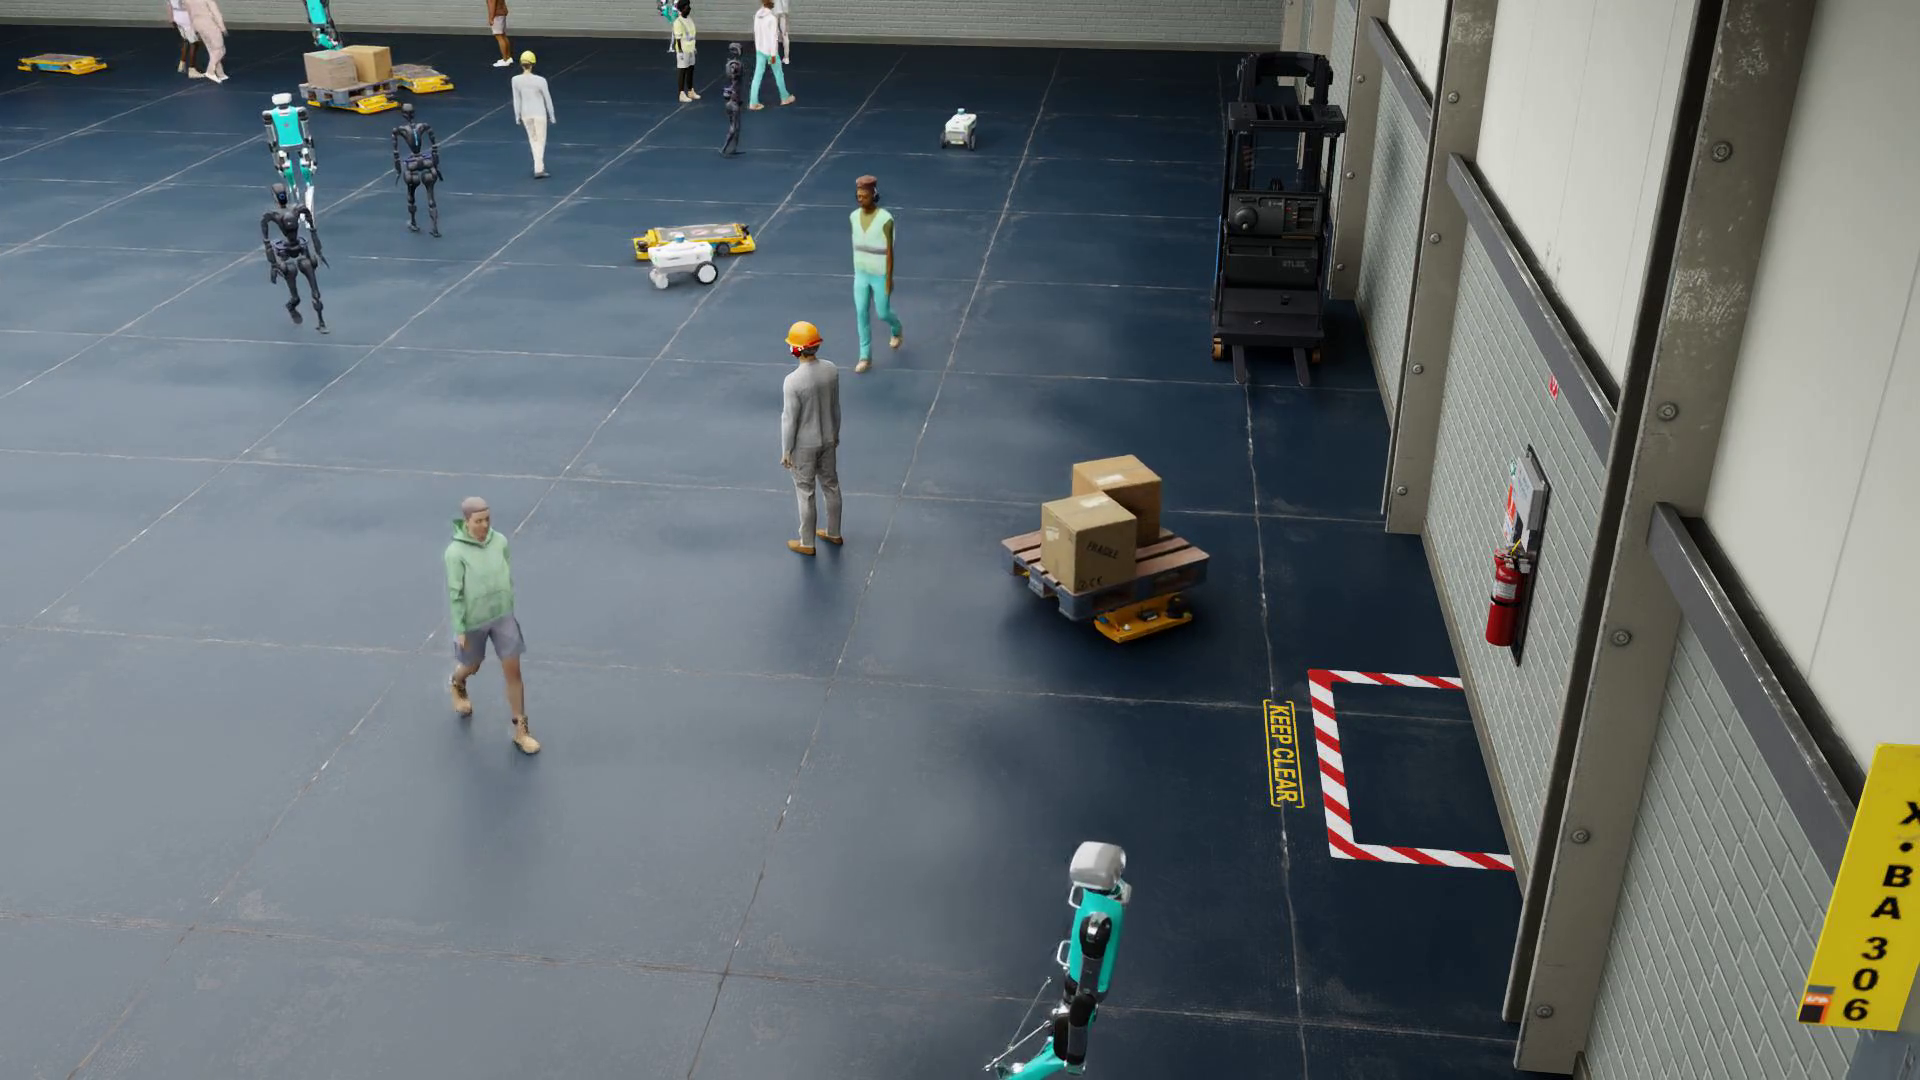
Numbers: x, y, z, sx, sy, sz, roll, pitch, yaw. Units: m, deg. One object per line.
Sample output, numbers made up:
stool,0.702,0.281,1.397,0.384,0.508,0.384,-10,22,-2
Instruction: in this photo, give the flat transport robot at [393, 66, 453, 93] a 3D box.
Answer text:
flat transport robot,-9.537,-8.124,29.357,0.659,0.231,1.431,-18,32,-32

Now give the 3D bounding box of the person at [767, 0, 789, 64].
person,-3.394,-9.790,30.889,0.512,1.874,0.388,-17,31,-30

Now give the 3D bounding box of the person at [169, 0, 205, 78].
person,-13.878,-9.274,29.756,0.740,2.001,0.412,22,34,37

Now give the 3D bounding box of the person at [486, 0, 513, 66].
person,-8.591,-9.752,30.857,0.419,1.844,0.795,-1,27,-2

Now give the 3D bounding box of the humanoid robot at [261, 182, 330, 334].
humanoid robot,-7.034,-3.005,17.585,0.618,1.635,0.534,-19,32,-33

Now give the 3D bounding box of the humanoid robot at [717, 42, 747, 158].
humanoid robot,-3.385,-6.498,24.545,0.461,1.647,0.616,1,27,1

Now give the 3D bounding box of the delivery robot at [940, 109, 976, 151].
delivery robot,0.014,-6.248,25.270,0.499,0.575,0.754,6,27,12

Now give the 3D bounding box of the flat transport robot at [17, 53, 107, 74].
flat transport robot,-16.552,-8.767,30.640,1.431,0.231,0.659,8,28,16

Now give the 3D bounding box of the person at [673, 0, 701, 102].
person,-4.615,-8.262,28.046,0.321,1.688,0.528,10,28,19

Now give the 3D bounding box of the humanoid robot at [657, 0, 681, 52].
humanoid robot,-5.486,-10.219,31.915,0.532,1.785,0.767,9,28,18

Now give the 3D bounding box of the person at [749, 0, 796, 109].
person,-3.192,-8.116,27.560,0.505,1.865,0.999,19,32,33

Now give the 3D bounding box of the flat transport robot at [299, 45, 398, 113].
flat transport robot,-10.161,-7.358,27.828,1.431,0.231,0.659,15,30,27

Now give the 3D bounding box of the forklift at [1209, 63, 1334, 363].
forklift,3.241,-3.477,17.183,1.129,2.768,1.873,3,27,6

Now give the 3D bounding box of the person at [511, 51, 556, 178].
person,-5.996,-5.990,23.439,0.544,1.758,0.470,3,27,6

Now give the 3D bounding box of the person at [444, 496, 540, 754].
person,-3.046,0.478,10.569,0.470,1.711,0.838,-20,33,-34

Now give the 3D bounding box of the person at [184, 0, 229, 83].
person,-13.262,-9.046,29.384,0.727,1.885,0.592,12,29,22

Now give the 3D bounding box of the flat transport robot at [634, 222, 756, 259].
flat transport robot,-3.276,-3.682,20.490,1.431,0.231,0.659,-6,27,-12

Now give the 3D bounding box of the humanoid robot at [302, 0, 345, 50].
humanoid robot,-10.975,-8.796,29.082,0.531,1.798,0.769,11,29,22

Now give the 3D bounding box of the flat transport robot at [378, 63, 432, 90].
flat transport robot,-9.993,-8.230,29.568,0.659,0.231,1.431,9,28,17

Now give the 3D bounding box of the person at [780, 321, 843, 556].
person,-1.155,-0.786,12.909,0.569,1.890,0.376,-23,35,-38

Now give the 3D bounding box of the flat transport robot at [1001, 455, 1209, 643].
flat transport robot,1.052,0.326,12.487,0.659,0.231,1.431,-15,30,-27

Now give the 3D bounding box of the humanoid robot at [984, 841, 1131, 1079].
humanoid robot,0.356,2.138,7.369,0.724,1.905,0.543,5,27,11

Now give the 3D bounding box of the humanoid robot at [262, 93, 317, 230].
humanoid robot,-8.459,-4.786,21.167,0.546,1.882,0.826,-9,28,-18

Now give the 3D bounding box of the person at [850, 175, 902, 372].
person,-0.847,-2.693,16.634,0.500,1.961,0.740,11,29,22

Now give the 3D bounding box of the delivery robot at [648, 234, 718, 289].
delivery robot,-3.211,-3.235,19.300,0.818,0.614,0.499,-11,29,-21

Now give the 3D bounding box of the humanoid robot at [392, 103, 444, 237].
humanoid robot,-6.828,-4.675,20.911,0.588,1.637,0.660,-17,31,-30
